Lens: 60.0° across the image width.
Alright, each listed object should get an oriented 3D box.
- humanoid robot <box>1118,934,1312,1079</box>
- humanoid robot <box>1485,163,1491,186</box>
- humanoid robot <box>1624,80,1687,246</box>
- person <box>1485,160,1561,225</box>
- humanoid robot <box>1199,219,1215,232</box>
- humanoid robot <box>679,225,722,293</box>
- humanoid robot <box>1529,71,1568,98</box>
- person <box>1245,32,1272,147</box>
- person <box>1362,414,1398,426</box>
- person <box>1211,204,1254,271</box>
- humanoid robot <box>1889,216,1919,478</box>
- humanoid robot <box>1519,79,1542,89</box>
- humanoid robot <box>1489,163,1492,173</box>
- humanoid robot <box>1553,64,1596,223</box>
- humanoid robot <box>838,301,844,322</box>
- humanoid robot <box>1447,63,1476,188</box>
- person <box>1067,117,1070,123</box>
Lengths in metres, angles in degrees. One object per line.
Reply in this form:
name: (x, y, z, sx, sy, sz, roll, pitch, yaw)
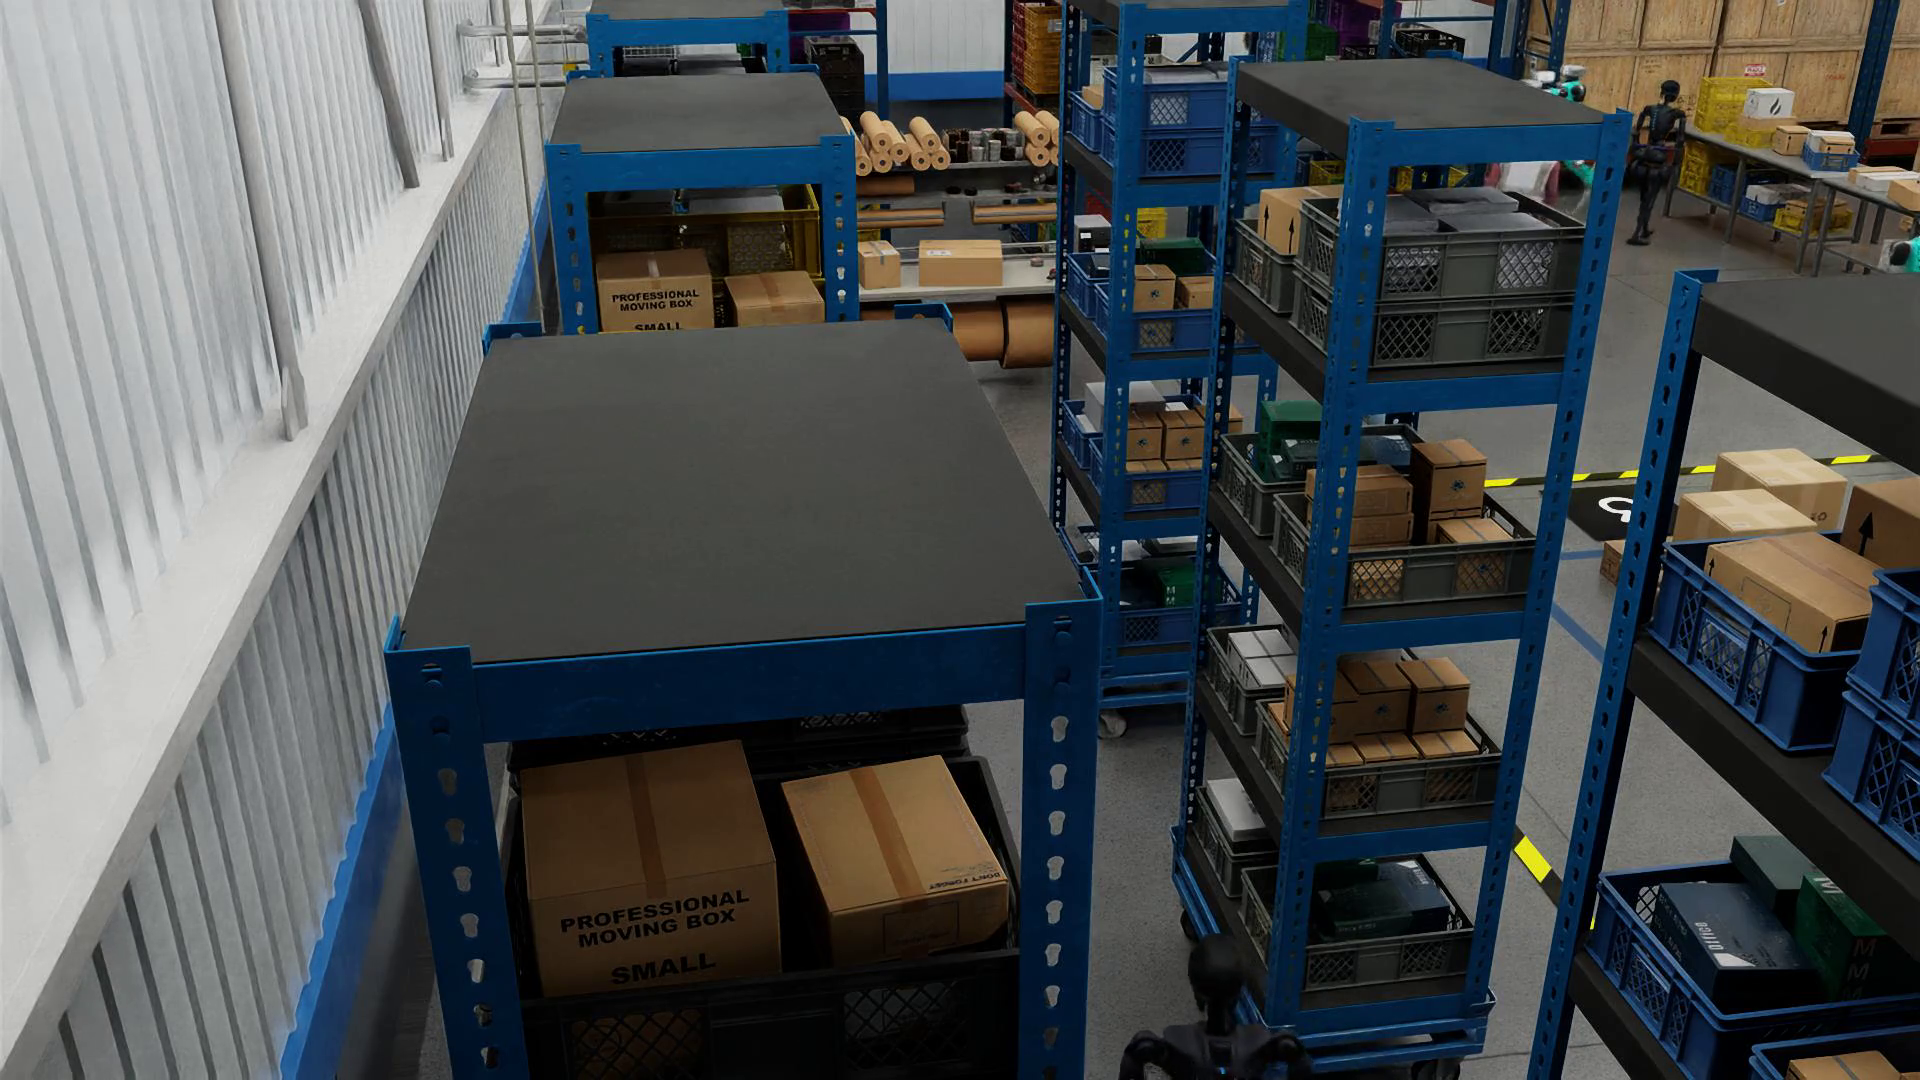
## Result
humanoid robot: (0.698, 1.859, 4.598, 0.594, 1.637, 0.605, 0, 25, 0)
humanoid robot: (5.469, -3.726, 16.480, 0.736, 1.677, 0.533, 8, 26, 17)
humanoid robot: (7.105, -3.870, 17.036, 0.495, 1.646, 0.612, -18, 30, -34)
person: (4.998, -2.942, 14.898, 0.602, 1.763, 0.887, 10, 27, 21)
humanoid robot: (2.649, -4.074, 17.489, 0.384, 1.658, 0.604, 9, 26, 20)
humanoid robot: (-1.906, -1.376, 11.631, 0.560, 1.841, 0.801, -4, 25, -9)
humanoid robot: (5.807, -3.953, 17.125, 0.536, 1.779, 0.702, -4, 25, -9)
person: (3.361, -5.011, 19.266, 0.379, 1.880, 0.581, 16, 29, 31)
person: (1.947, 0.185, 8.002, 0.589, 1.853, 0.370, -3, 25, -6)
person: (2.549, -3.334, 15.427, 0.387, 2.039, 0.619, -9, 26, -19)
humanoid robot: (6.633, -1.251, 11.323, 0.562, 1.814, 0.887, 1, 25, 2)
humanoid robot: (5.422, -3.534, 16.234, 0.535, 1.790, 0.768, 9, 26, 19)
humanoid robot: (5.237, -3.243, 15.670, 0.599, 1.649, 0.454, -7, 26, -15)
humanoid robot: (6.536, -4.058, 17.425, 0.733, 1.808, 0.531, -2, 25, -5)
humanoid robot: (-1.034, -1.101, 11.031, 0.591, 1.654, 0.473, 1, 25, 3)
humanoid robot: (5.466, -4.345, 18.064, 0.611, 1.641, 0.543, -4, 25, -9)
person: (1.422, -4.436, 18.100, 0.528, 1.806, 0.651, 2, 25, 4)
